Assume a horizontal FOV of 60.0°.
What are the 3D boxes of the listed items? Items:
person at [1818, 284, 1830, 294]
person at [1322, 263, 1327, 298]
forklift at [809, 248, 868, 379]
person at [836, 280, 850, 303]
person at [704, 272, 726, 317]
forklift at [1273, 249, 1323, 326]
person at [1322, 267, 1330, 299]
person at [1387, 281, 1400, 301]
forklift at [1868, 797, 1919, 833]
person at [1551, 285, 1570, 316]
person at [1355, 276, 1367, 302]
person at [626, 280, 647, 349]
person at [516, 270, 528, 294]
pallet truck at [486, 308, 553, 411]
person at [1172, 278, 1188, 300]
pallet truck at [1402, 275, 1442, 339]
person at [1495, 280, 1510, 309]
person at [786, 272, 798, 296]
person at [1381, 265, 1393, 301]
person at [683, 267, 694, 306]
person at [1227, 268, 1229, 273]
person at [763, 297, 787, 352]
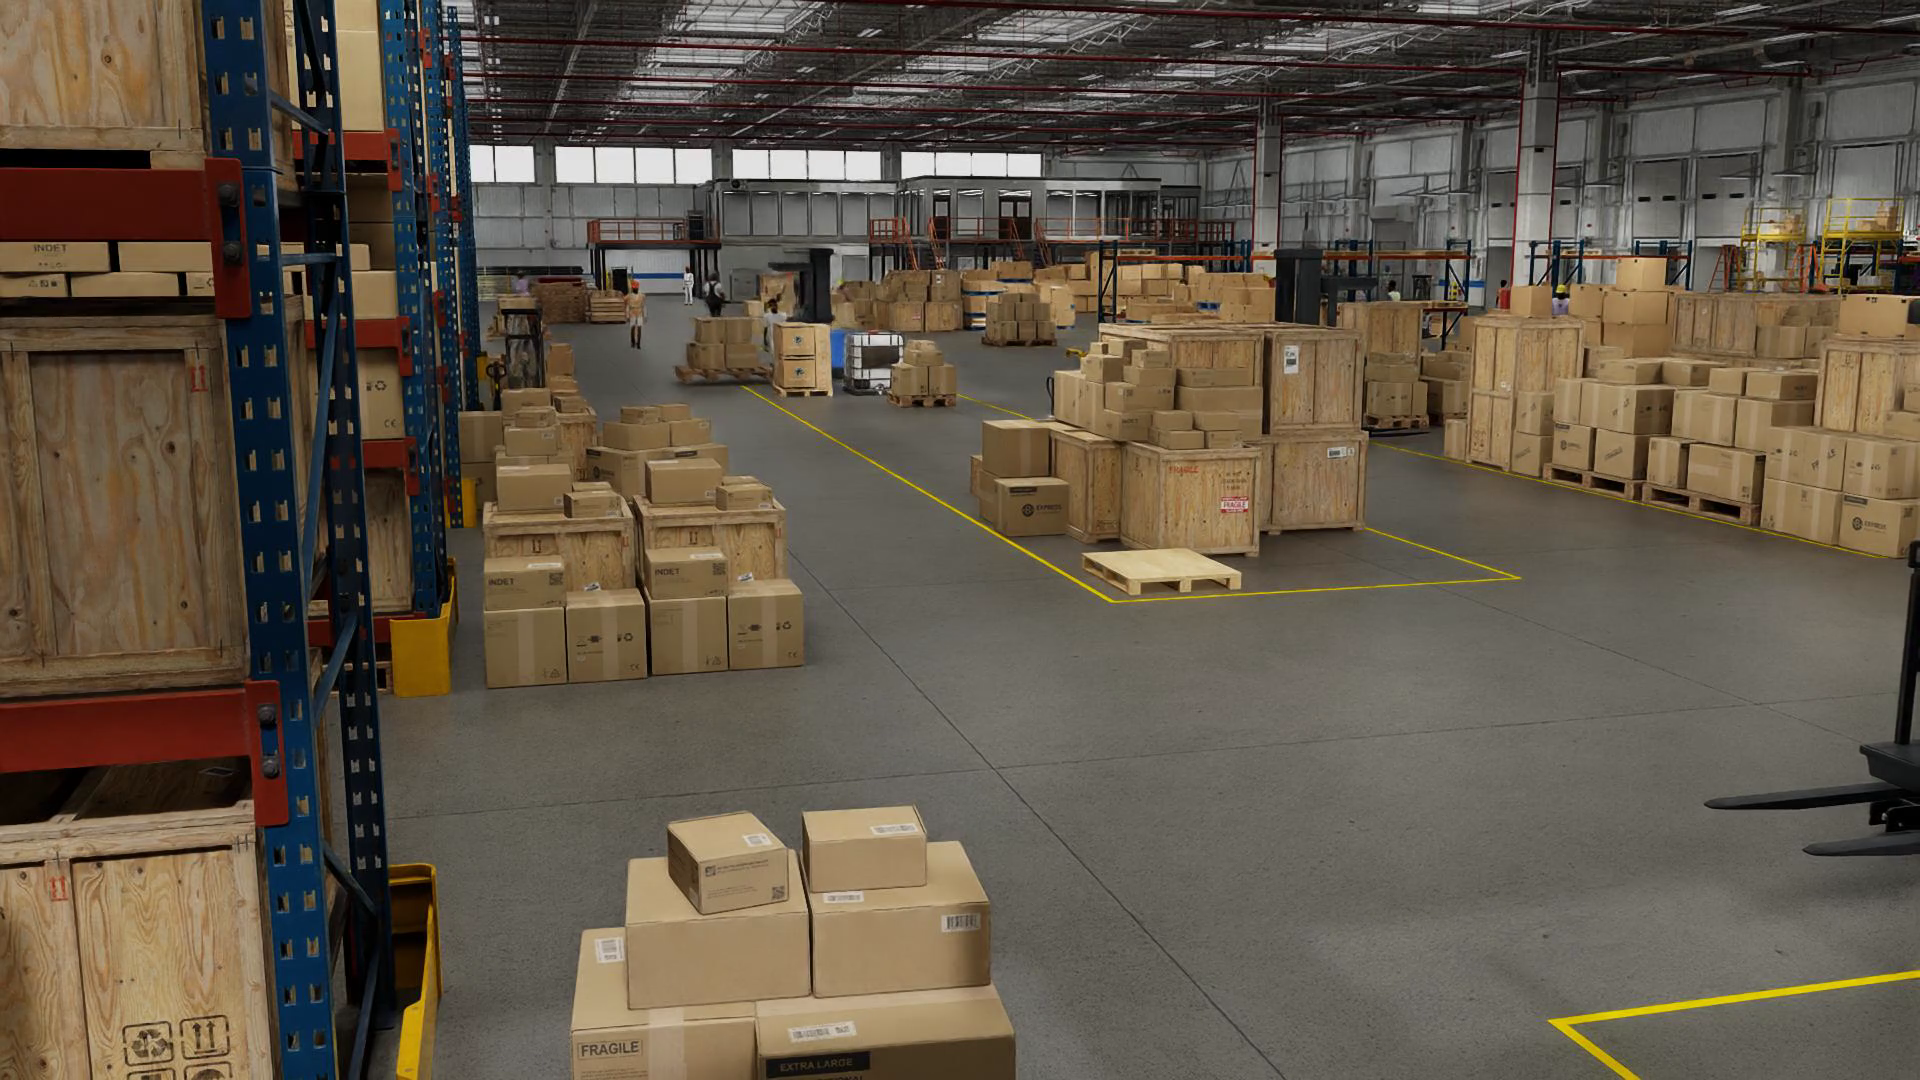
[{"bbox_3d":[22.339,-5.674,43.138,0.542,1.881,1.004,-8,13,-38],"label":"person"},{"bbox_3d":[18.972,-13.468,86.994,0.632,1.974,0.531,-2,10,-13],"label":"person"},{"bbox_3d":[-2.959,-4.835,35.554,1.873,2.768,1.129,-3,10,-15],"label":"forklift"},{"bbox_3d":[-4.095,-8.243,58.149,0.553,1.719,0.917,8,13,38],"label":"person"},{"bbox_3d":[-8.242,-8.094,56.382,0.713,2.000,0.793,3,11,18],"label":"person"},{"bbox_3d":[4.855,-2.824,24.162,1.873,2.768,1.129,-3,10,-15],"label":"forklift"},{"bbox_3d":[17.624,-12.262,80.413,0.593,1.888,0.788,-10,14,-43],"label":"person"},{"bbox_3d":[12.079,-6.274,46.427,0.393,1.919,0.590,8,13,38],"label":"person"},{"bbox_3d":[5.507,0.094,7.641,1.873,2.768,1.129,-3,10,-15],"label":"forklift"},{"bbox_3d":[14.883,-5.365,41.280,0.584,1.918,0.381,4,11,22],"label":"person"},{"bbox_3d":[14.405,-8.590,59.846,0.629,1.819,0.843,-3,10,-15],"label":"person"},{"bbox_3d":[-9.055,-6.304,46.617,0.554,1.914,0.641,-3,10,-14],"label":"person"},{"bbox_3d":[-16.120,-8.860,60.876,1.039,1.979,0.623,5,11,27],"label":"person"},{"bbox_3d":[-6.242,-2.418,24.362,0.823,1.965,1.885,1,10,3],"label":"pallet truck"},{"bbox_3d":[6.516,-6.691,48.743,0.627,1.935,0.371,0,10,-1],"label":"person"},{"bbox_3d":[14.620,-7.324,52.145,0.823,1.965,1.885,8,13,40],"label":"pallet truck"},{"bbox_3d":[19.085,-8.297,58.501,0.532,1.697,0.320,-2,10,-10],"label":"person"},{"bbox_3d":[-6.219,-8.892,61.061,0.437,1.979,0.646,5,11,26],"label":"person"},{"bbox_3d":[20.748,-12.370,80.855,0.604,1.949,0.389,7,12,34],"label":"person"},{"bbox_3d":[-13.173,-12.288,80.577,0.574,1.883,0.356,5,11,25],"label":"person"},{"bbox_3d":[13.176,-12.508,82.006,0.790,1.813,0.642,-7,12,-33],"label":"person"},{"bbox_3d":[-3.770,-4.072,34.193,0.550,1.834,0.649,-2,10,-12],"label":"person"}]
